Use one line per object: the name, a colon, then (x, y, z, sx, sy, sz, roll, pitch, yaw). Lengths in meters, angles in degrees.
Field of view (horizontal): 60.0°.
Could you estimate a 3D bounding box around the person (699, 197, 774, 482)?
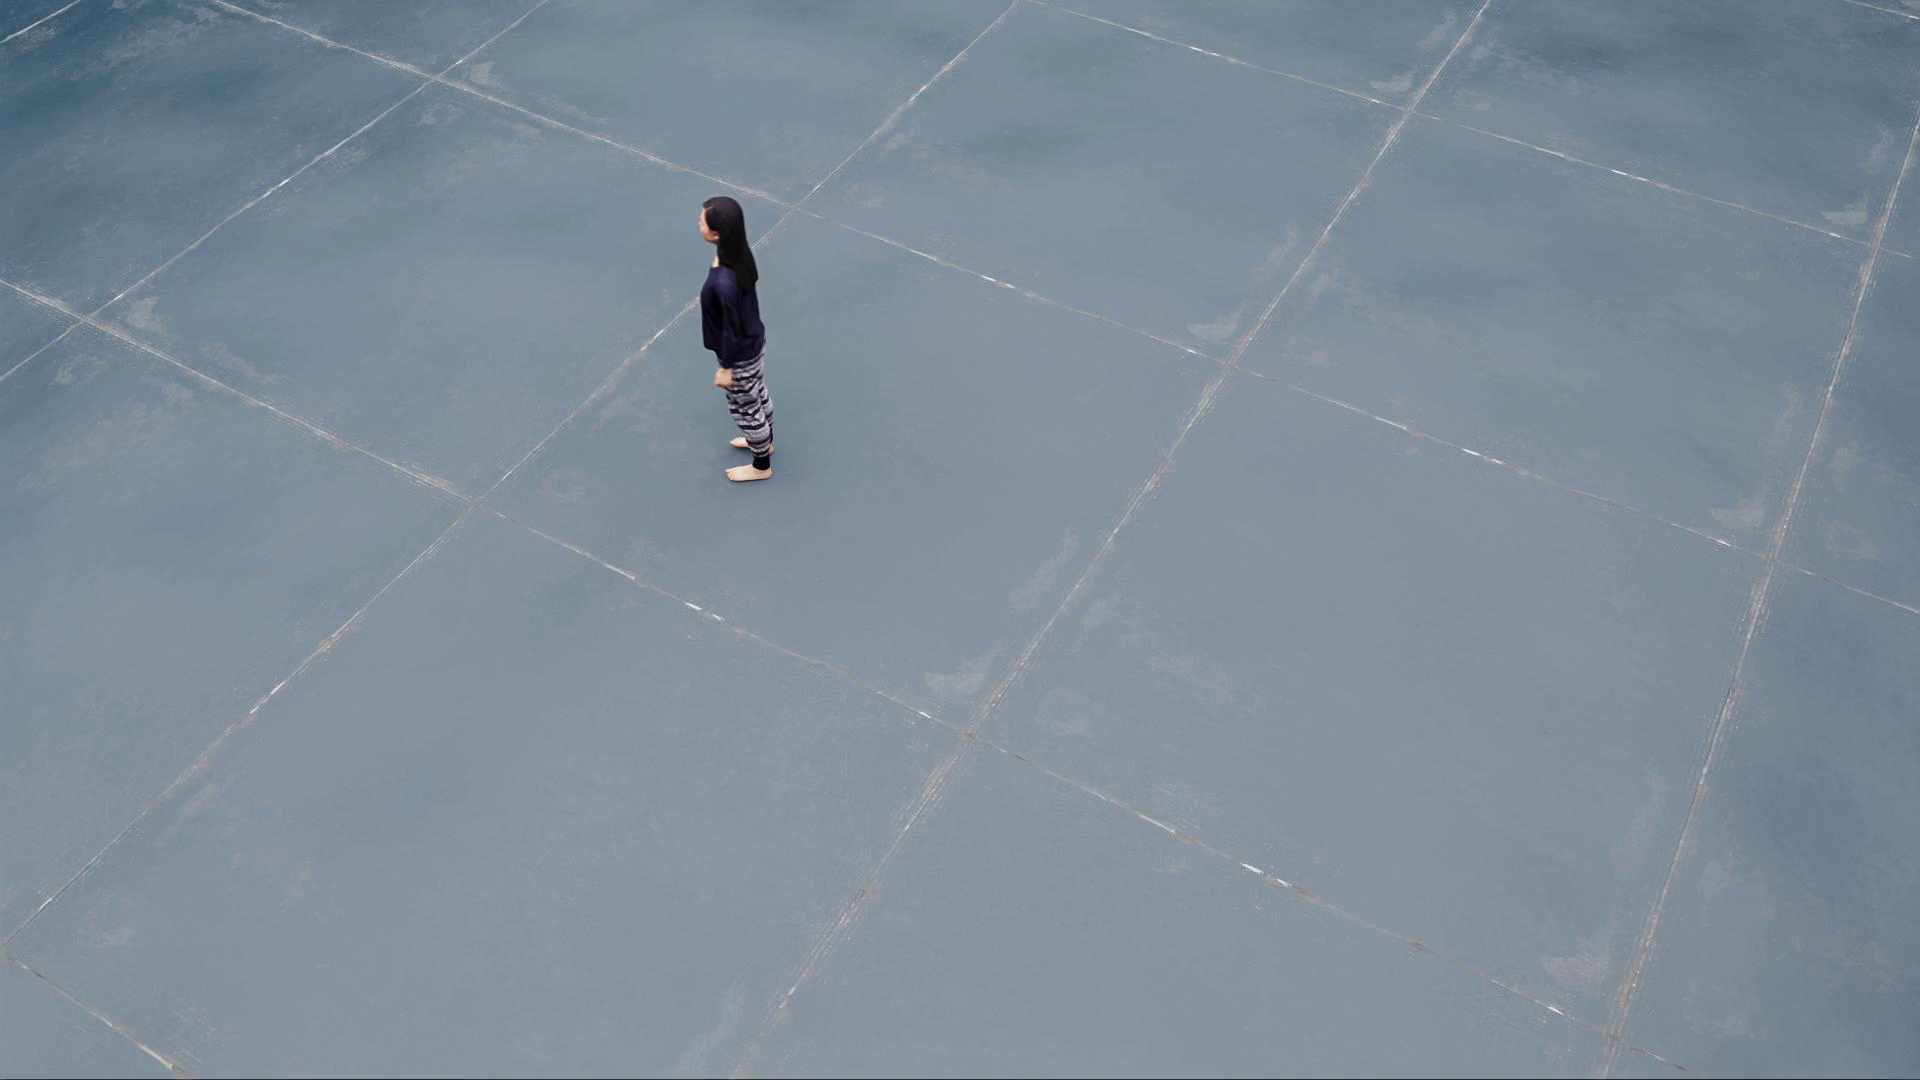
person: (-1.099, -0.995, 8.306, 0.660, 1.734, 0.678, 4, 47, 3)
